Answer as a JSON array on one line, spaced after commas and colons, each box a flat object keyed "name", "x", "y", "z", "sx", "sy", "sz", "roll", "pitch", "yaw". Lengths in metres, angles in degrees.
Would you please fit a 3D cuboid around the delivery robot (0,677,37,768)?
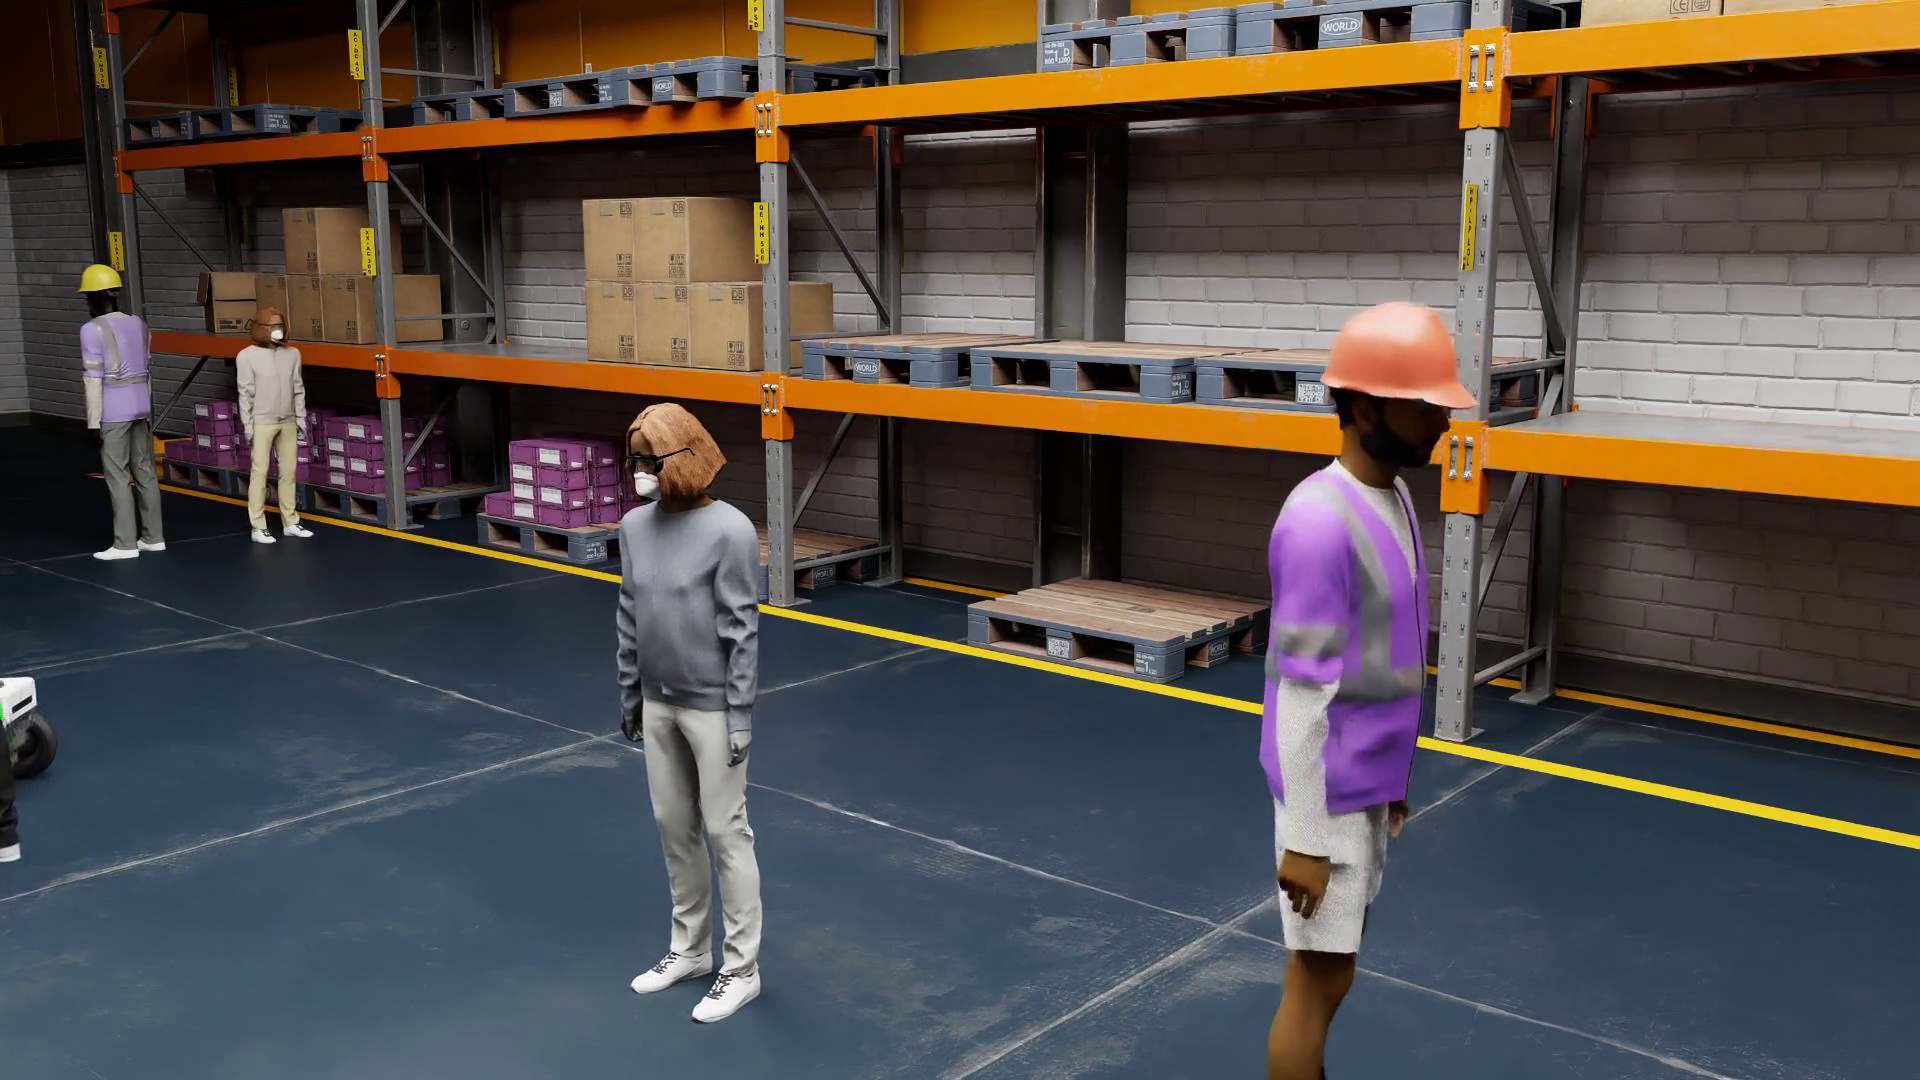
[{"name": "delivery robot", "x": -3.800, "y": 0.643, "z": 6.080, "sx": 0.707, "sy": 0.478, "sz": 0.477, "roll": -1, "pitch": 10, "yaw": -7}]

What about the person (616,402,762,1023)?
[{"name": "person", "x": -0.733, "y": 0.447, "z": 4.427, "sx": 0.503, "sy": 1.623, "sz": 0.298, "roll": 7, "pitch": 12, "yaw": 36}]

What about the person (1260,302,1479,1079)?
[{"name": "person", "x": 0.815, "y": 0.474, "z": 3.415, "sx": 0.389, "sy": 1.930, "sz": 0.555, "roll": 5, "pitch": 11, "yaw": 28}]

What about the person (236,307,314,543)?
[{"name": "person", "x": -4.736, "y": -0.792, "z": 11.482, "sx": 0.285, "sy": 1.626, "sz": 0.493, "roll": 6, "pitch": 12, "yaw": 31}]

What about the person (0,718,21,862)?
[{"name": "person", "x": -3.312, "y": 0.160, "z": 5.275, "sx": 0.418, "sy": 1.908, "sz": 0.595, "roll": 2, "pitch": 10, "yaw": 13}]

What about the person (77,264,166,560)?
[{"name": "person", "x": -5.506, "y": -0.830, "z": 10.862, "sx": 0.397, "sy": 1.918, "sz": 0.588, "roll": 2, "pitch": 10, "yaw": 10}]
